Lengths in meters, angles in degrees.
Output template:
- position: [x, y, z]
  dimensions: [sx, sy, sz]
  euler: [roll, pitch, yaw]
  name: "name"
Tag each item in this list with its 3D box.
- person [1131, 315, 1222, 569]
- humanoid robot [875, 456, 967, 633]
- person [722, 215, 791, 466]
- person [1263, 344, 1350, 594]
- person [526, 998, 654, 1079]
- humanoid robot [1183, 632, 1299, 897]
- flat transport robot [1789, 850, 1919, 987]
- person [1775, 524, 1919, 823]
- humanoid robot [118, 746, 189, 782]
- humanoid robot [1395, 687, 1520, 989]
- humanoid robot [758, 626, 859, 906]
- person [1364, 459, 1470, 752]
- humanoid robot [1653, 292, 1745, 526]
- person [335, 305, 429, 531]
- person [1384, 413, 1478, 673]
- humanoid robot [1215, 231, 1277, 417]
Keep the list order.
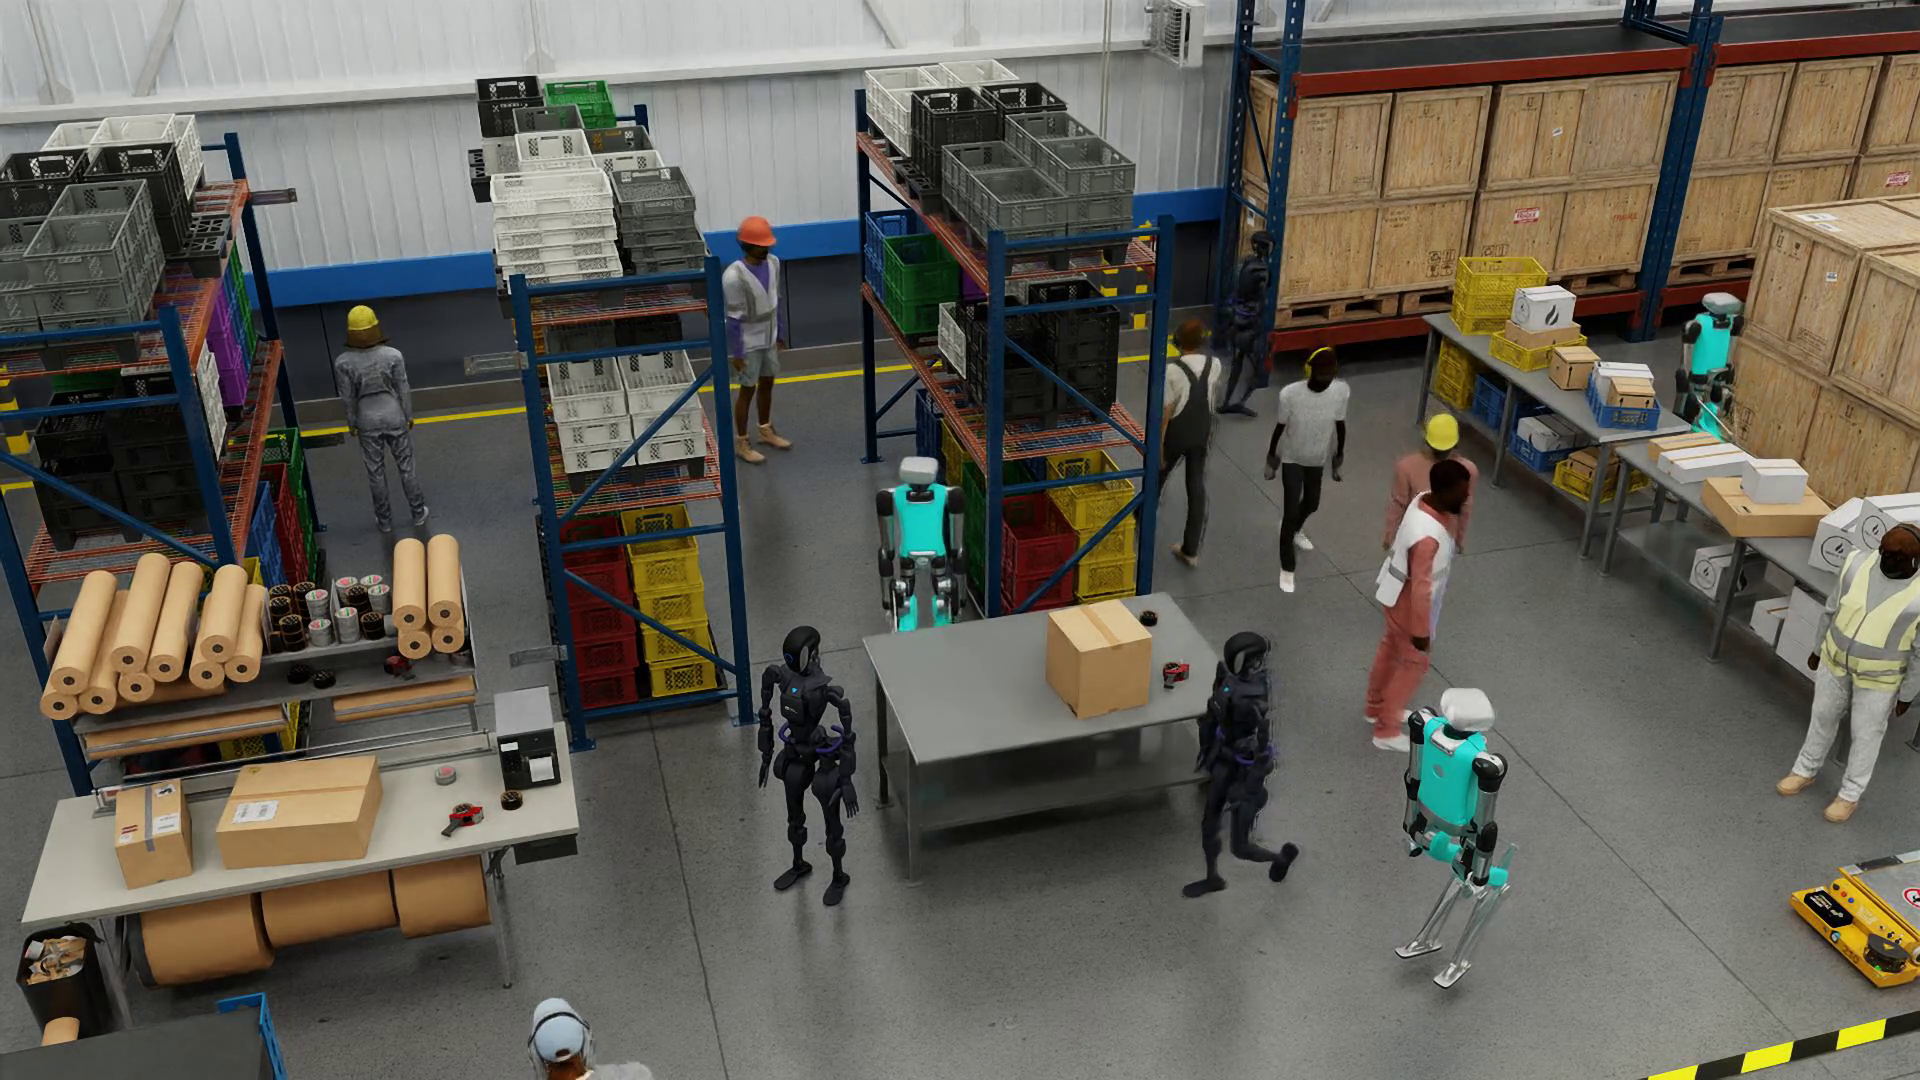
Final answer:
- position: [1.562, -0.765, 11.961]
  dimensions: [0.513, 1.798, 0.958]
  euler: [-9, 30, -16]
  name: "person"
- position: [-0.219, 0.468, 9.842]
  dimensions: [0.550, 1.823, 0.808]
  euler: [-1, 29, -1]
  name: "humanoid robot"
- position: [-1.592, -1.595, 13.227]
  dimensions: [0.395, 2.039, 0.612]
  euler: [18, 34, 30]
  name: "person"
- position: [2.394, -0.598, 11.639]
  dimensions: [0.561, 1.828, 0.767]
  euler: [-2, 29, -4]
  name: "person"
- position: [-1.362, 2.429, 6.147]
  dimensions: [0.589, 1.809, 0.958]
  euler: [-6, 29, -10]
  name: "person"
- position: [1.497, 1.154, 8.609]
  dimensions: [0.603, 1.632, 0.589]
  euler: [-11, 31, -19]
  name: "humanoid robot"
- position: [5.163, 1.916, 8.676]
  dimensions: [1.431, 0.231, 0.659]
  euler: [-8, 30, -14]
  name: "flat transport robot"
- position: [5.018, 0.721, 9.231]
  dimensions: [0.429, 1.834, 0.631]
  euler: [-17, 33, -28]
  name: "person"
- position: [-4.177, 1.117, 8.661]
  dimensions: [0.374, 1.644, 0.602]
  euler: [-24, 37, -37]
  name: "humanoid robot"
- position: [2.469, 1.384, 7.980]
  dimensions: [0.735, 1.677, 0.533]
  euler: [-17, 33, -27]
  name: "humanoid robot"
- position: [-0.769, 1.159, 8.575]
  dimensions: [0.599, 1.657, 0.315]
  euler: [14, 32, 24]
  name: "humanoid robot"
- position: [2.669, 0.373, 9.796]
  dimensions: [0.452, 1.896, 0.590]
  euler: [7, 29, 12]
  name: "person"
- position: [5.653, -0.884, 12.299]
  dimensions: [0.531, 1.775, 1.014]
  euler: [-12, 31, -21]
  name: "humanoid robot"
- position: [-4.271, -0.892, 12.258]
  dimensions: [0.483, 1.738, 0.309]
  euler: [-9, 30, -16]
  name: "person"
- position: [3.012, -0.063, 10.739]
  dimensions: [0.531, 1.735, 0.720]
  euler: [5, 29, 9]
  name: "person"
- position: [2.404, -1.816, 14.012]
  dimensions: [0.372, 1.642, 0.611]
  euler: [-5, 29, -9]
  name: "humanoid robot"
